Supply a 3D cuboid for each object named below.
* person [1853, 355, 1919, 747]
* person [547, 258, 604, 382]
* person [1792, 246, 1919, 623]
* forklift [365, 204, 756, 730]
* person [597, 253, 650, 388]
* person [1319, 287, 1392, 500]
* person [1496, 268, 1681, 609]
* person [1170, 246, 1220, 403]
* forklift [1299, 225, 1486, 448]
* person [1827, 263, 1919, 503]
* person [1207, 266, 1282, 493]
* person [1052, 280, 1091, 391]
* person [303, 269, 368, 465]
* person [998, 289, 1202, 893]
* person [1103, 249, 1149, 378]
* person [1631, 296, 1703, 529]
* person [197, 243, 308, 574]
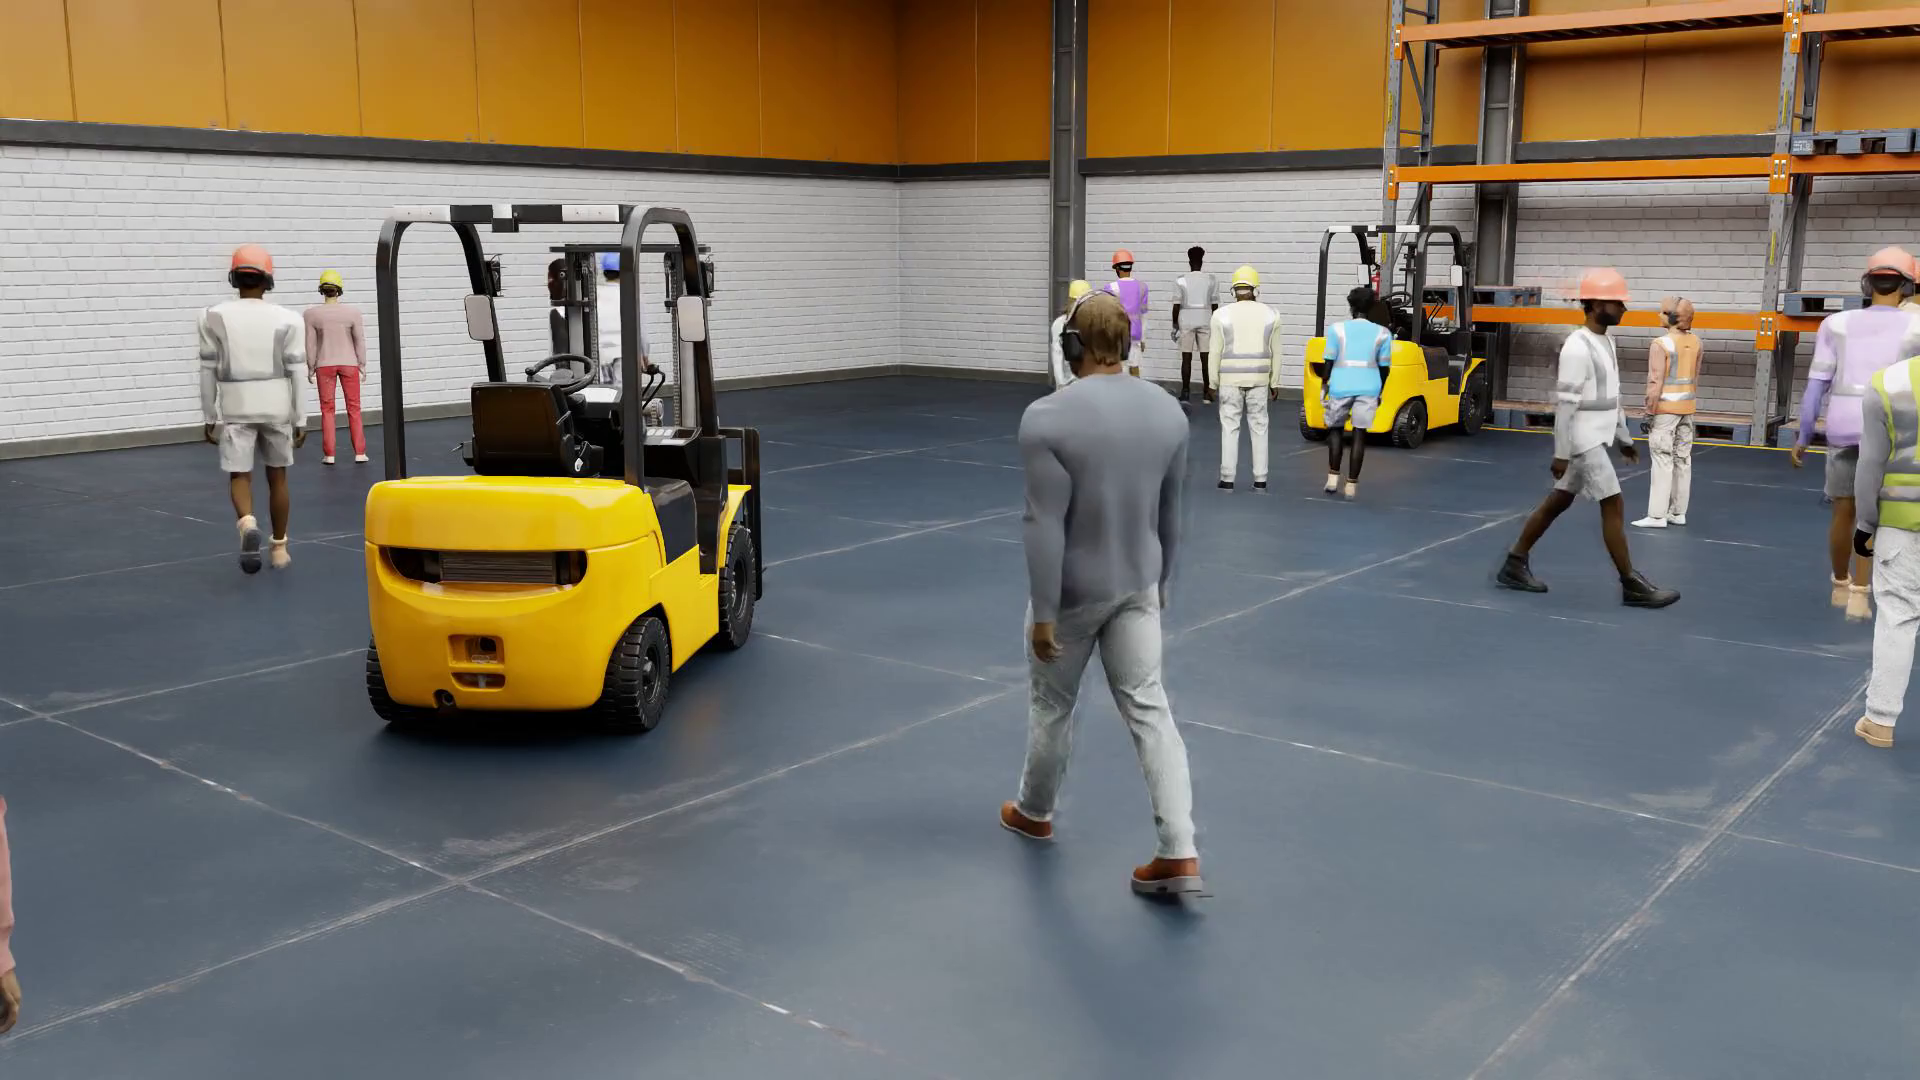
[{"bbox_3d":[3.887,-0.067,6.622,0.627,1.844,0.429,4,11,20],"label":"person"},{"bbox_3d":[-3.033,-1.162,12.551,0.802,1.889,0.614,2,10,12],"label":"person"},{"bbox_3d":[4.902,-0.577,9.016,0.653,2.032,0.576,9,14,41],"label":"person"},{"bbox_3d":[-1.766,-0.406,7.525,1.214,2.155,2.313,1,10,7],"label":"forklift"},{"bbox_3d":[-3.291,-1.791,15.998,0.633,1.896,0.980,0,10,-2],"label":"person"},{"bbox_3d":[3.114,-1.156,13.128,0.553,1.660,0.519,1,10,6],"label":"person"},{"bbox_3d":[3.535,-0.578,9.363,1.029,1.890,0.549,6,12,31],"label":"person"},{"bbox_3d":[2.935,-2.680,20.777,0.608,1.957,0.390,0,10,0],"label":"person"},{"bbox_3d":[4.449,-2.115,16.993,1.214,2.155,2.313,8,13,38],"label":"forklift"},{"bbox_3d":[7.060,-1.135,12.423,0.984,1.895,0.566,1,10,7],"label":"person"},{"bbox_3d":[2.287,-1.288,13.423,0.599,1.827,0.403,-1,10,-3],"label":"person"},{"bbox_3d":[1.021,-1.382,14.321,0.499,1.689,0.924,-2,11,-13],"label":"person"},{"bbox_3d":[-5.666,-1.562,15.115,0.523,1.769,0.315,-4,11,-19],"label":"person"},{"bbox_3d":[0.462,0.156,5.282,0.646,1.893,1.036,-5,11,-27],"label":"person"},{"bbox_3d":[1.815,-2.250,18.481,0.543,1.928,0.371,-4,11,-20],"label":"person"},{"bbox_3d":[5.019,-0.891,11.753,0.515,1.639,0.308,-6,12,-32],"label":"person"},{"bbox_3d":[-4.254,-0.774,10.054,0.615,2.019,0.781,-4,11,-21],"label":"person"}]
